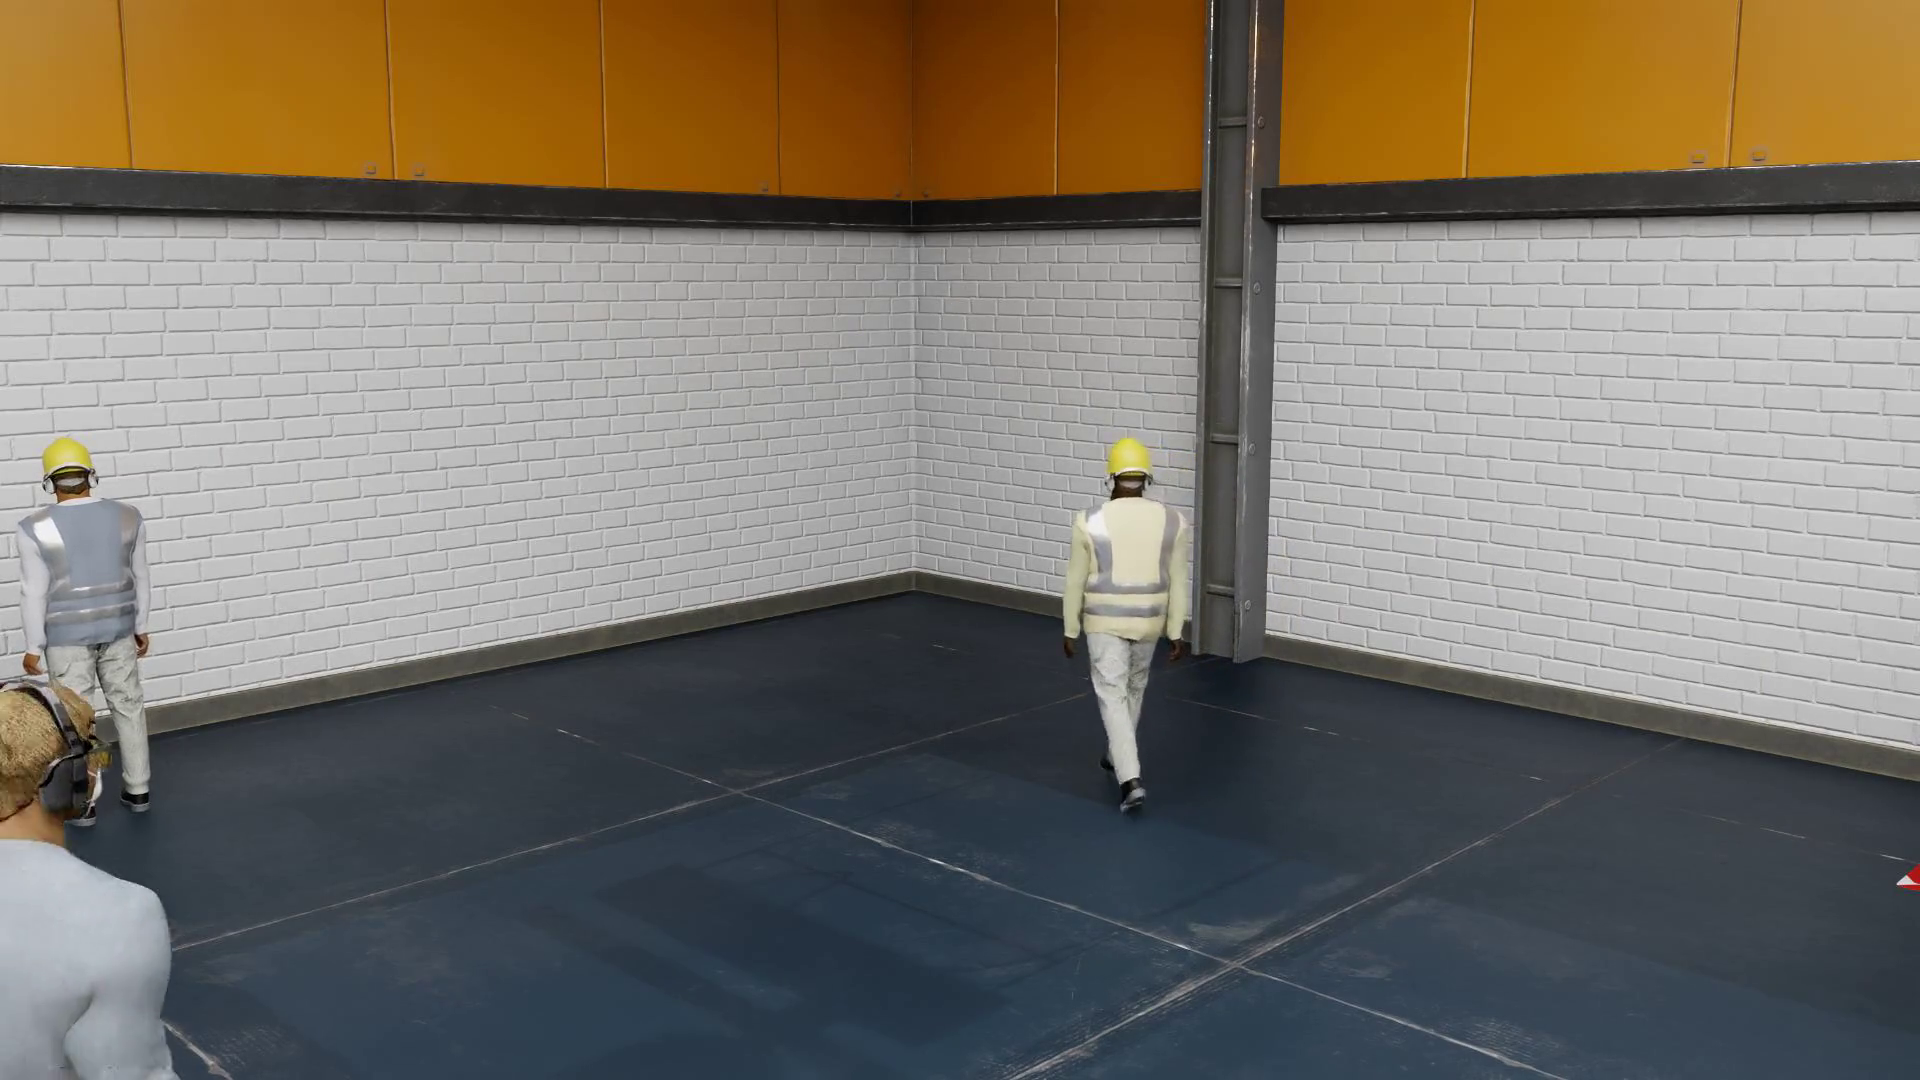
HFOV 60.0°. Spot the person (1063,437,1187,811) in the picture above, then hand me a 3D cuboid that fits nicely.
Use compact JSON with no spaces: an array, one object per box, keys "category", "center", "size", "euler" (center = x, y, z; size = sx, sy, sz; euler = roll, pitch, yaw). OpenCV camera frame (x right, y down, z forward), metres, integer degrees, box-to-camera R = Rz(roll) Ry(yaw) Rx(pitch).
[{"category":"person","center":[0.811,0.395,8.143],"size":[0.599,1.798,0.882],"euler":[-2,9,-12]}]

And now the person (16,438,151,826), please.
[{"category":"person","center":[-4.119,0.430,7.842],"size":[0.404,1.824,0.586],"euler":[8,12,39]}]

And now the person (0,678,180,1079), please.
[{"category":"person","center":[-1.670,1.196,2.915],"size":[0.627,1.912,0.896],"euler":[2,10,14]}]
